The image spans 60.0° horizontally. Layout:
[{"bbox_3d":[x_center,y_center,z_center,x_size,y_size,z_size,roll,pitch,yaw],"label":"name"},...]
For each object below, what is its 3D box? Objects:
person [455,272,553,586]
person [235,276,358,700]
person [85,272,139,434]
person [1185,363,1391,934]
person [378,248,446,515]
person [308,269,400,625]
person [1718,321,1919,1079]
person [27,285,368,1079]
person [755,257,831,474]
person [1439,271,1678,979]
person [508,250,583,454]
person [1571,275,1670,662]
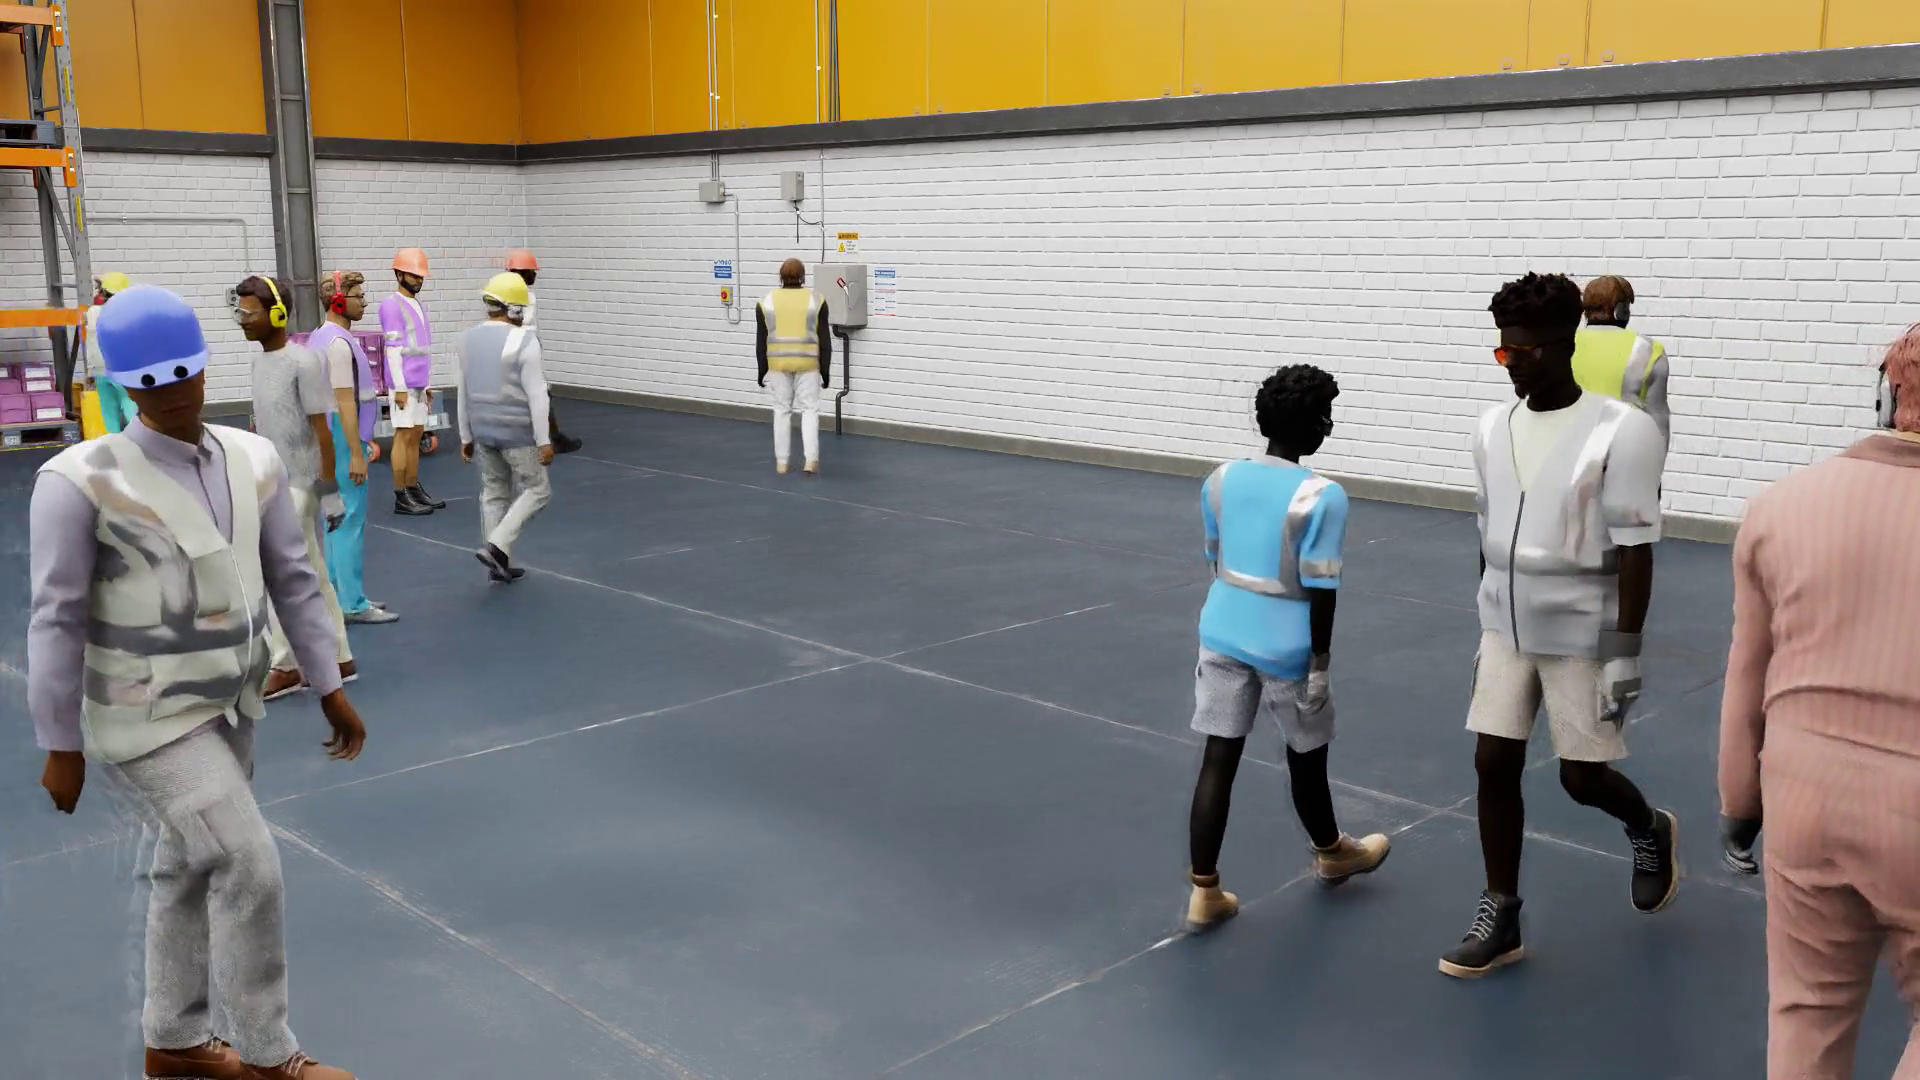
[{"bbox_3d":[-2.609,-0.607,9.477,0.653,1.813,0.491,5,12,26],"label":"person"},{"bbox_3d":[-3.008,-0.218,7.260,0.553,1.840,0.729,10,14,43],"label":"person"},{"bbox_3d":[-6.908,-1.332,13.694,0.628,1.724,0.354,5,12,25],"label":"person"},{"bbox_3d":[0.972,0.302,4.918,0.786,1.650,0.541,-10,14,-44],"label":"person"},{"bbox_3d":[-3.984,-1.150,12.121,0.374,1.930,0.542,1,10,3],"label":"person"},{"bbox_3d":[-3.219,-0.479,8.685,0.389,1.846,0.565,-6,12,-29],"label":"person"},{"bbox_3d":[1.713,0.530,3.075,0.507,1.886,0.671,-10,14,-43],"label":"person"},{"bbox_3d":[-1.666,0.393,3.751,0.661,1.912,0.577,2,11,8],"label":"person"},{"bbox_3d":[-1.407,-1.467,14.116,0.637,1.848,0.429,0,10,-1],"label":"person"},{"bbox_3d":[1.692,0.227,4.604,0.783,1.933,0.623,-7,13,-34],"label":"person"},{"bbox_3d":[-3.964,-1.688,15.184,0.561,1.884,0.980,10,14,43],"label":"person"},{"bbox_3d":[2.990,-0.316,7.820,0.629,1.840,0.429,7,12,32],"label":"person"}]
